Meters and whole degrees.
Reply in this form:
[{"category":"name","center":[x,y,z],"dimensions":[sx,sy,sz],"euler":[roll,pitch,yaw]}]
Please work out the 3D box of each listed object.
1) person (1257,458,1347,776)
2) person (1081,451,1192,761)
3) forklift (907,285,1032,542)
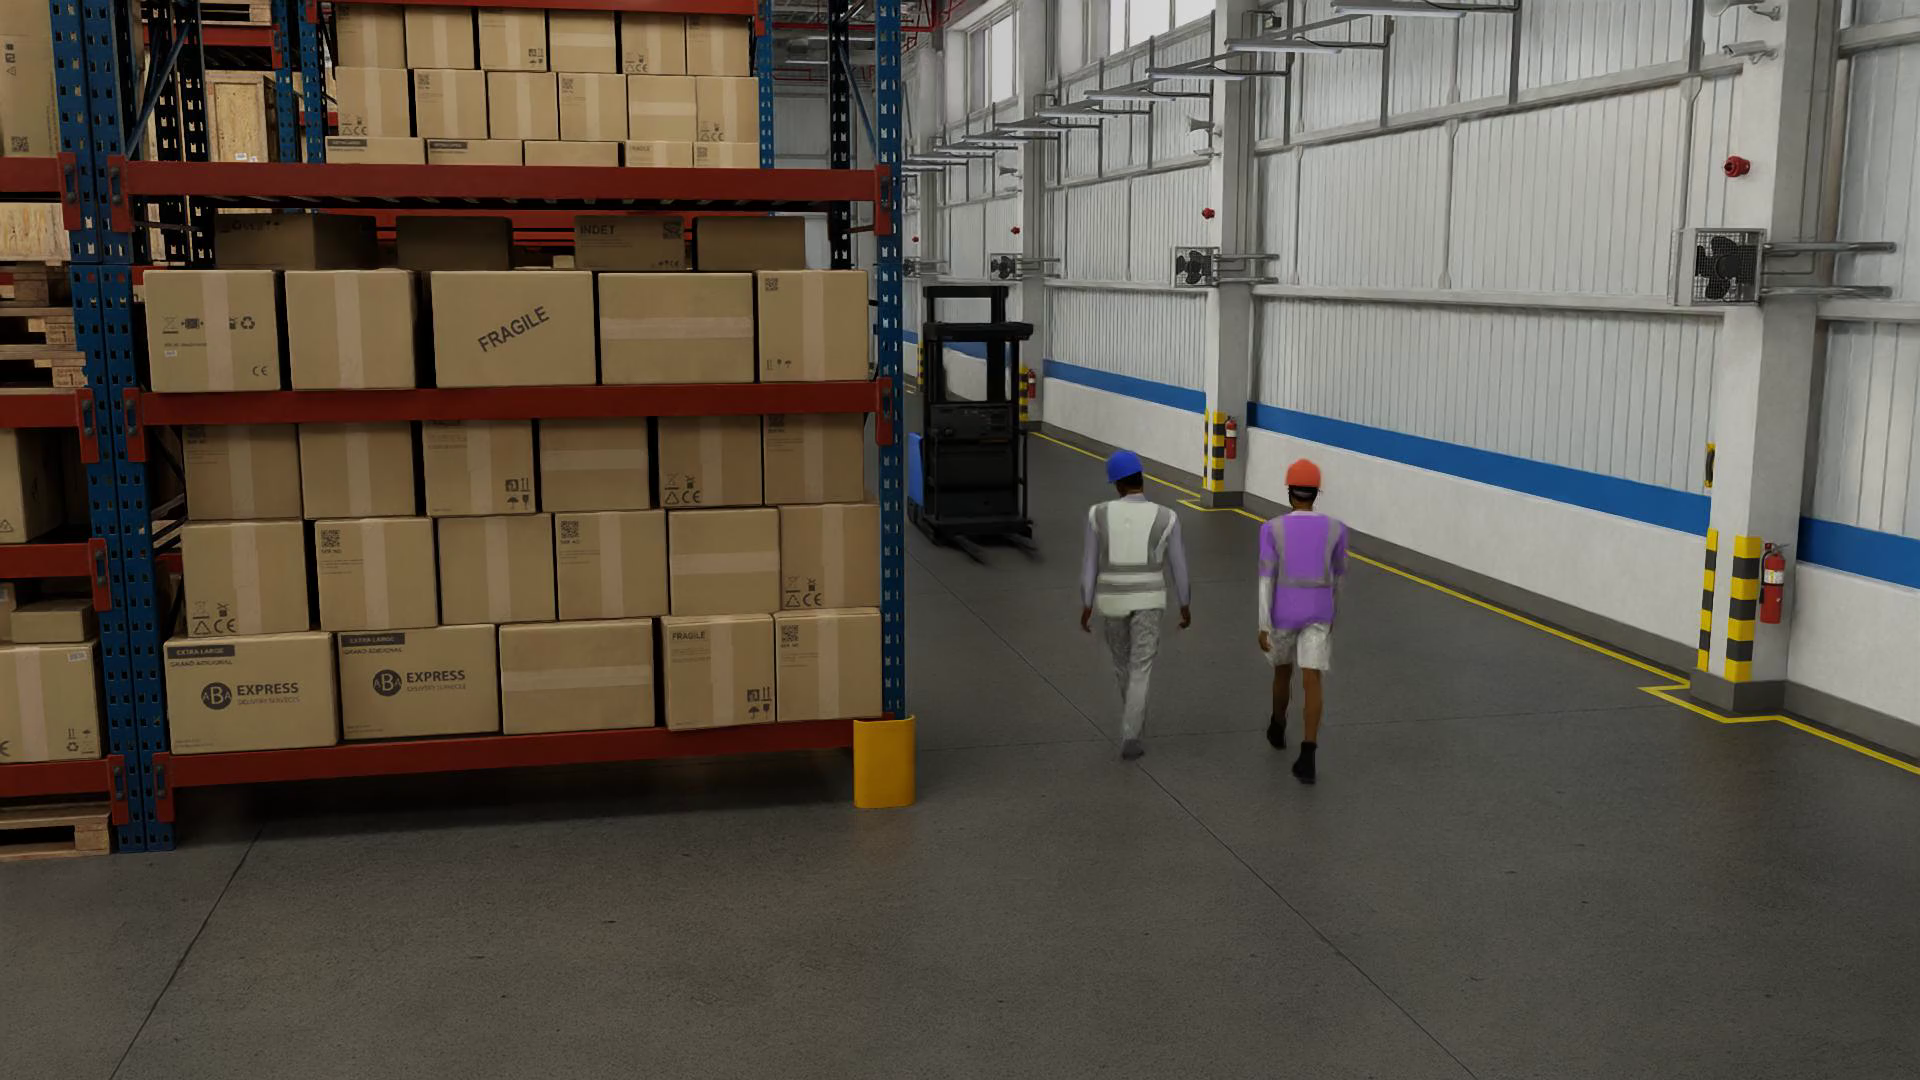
[{"category":"person","center":[2.077,0.449,10.120],"dimensions":[0.543,1.881,1.031],"euler":[1,9,5]},{"category":"person","center":[1.129,0.378,10.518],"dimensions":[0.679,1.874,0.998],"euler":[2,10,15]},{"category":"forklift","center":[0.055,-1.499,18.937],"dimensions":[1.129,2.768,1.873],"euler":[-2,10,-12]}]
